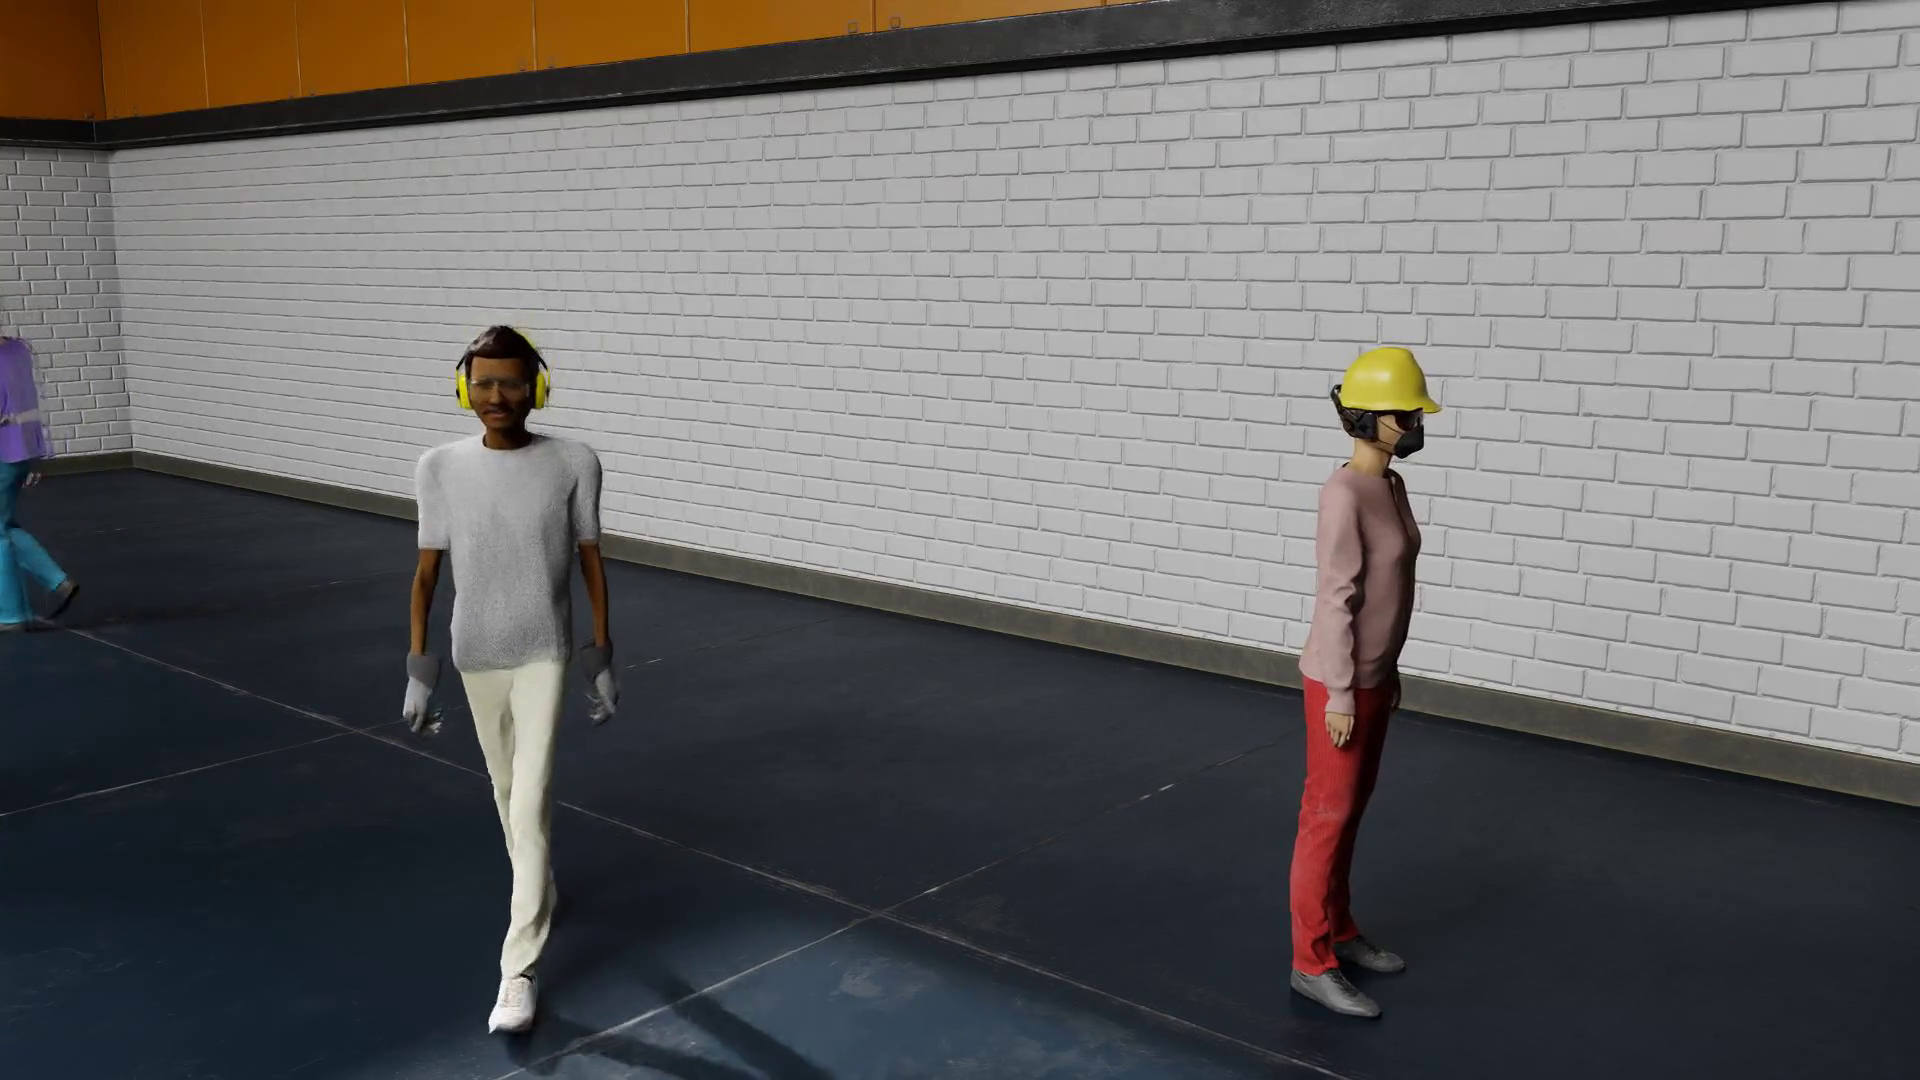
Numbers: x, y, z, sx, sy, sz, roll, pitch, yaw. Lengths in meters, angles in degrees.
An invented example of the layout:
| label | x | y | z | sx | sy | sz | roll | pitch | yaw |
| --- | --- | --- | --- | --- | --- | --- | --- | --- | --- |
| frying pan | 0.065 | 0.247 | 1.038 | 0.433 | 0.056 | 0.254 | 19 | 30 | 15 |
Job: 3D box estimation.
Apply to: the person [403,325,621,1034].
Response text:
| label | x | y | z | sx | sy | sz | roll | pitch | yaw |
| --- | --- | --- | --- | --- | --- | --- | --- | --- | --- |
| person | -1.227 | 0.330 | 4.539 | 0.553 | 1.821 | 0.971 | -1 | 10 | -4 |

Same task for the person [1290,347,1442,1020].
| label | x | y | z | sx | sy | sz | roll | pitch | yaw |
| --- | --- | --- | --- | --- | --- | --- | --- | --- | --- |
| person | 1.090 | 0.369 | 4.465 | 0.331 | 1.768 | 0.526 | 5 | 11 | 28 |

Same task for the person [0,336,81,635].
| label | x | y | z | sx | sy | sz | roll | pitch | yaw |
| --- | --- | --- | --- | --- | --- | --- | --- | --- | --- |
| person | -4.984 | -0.400 | 8.651 | 0.448 | 1.827 | 0.600 | 0 | 10 | -1 |
